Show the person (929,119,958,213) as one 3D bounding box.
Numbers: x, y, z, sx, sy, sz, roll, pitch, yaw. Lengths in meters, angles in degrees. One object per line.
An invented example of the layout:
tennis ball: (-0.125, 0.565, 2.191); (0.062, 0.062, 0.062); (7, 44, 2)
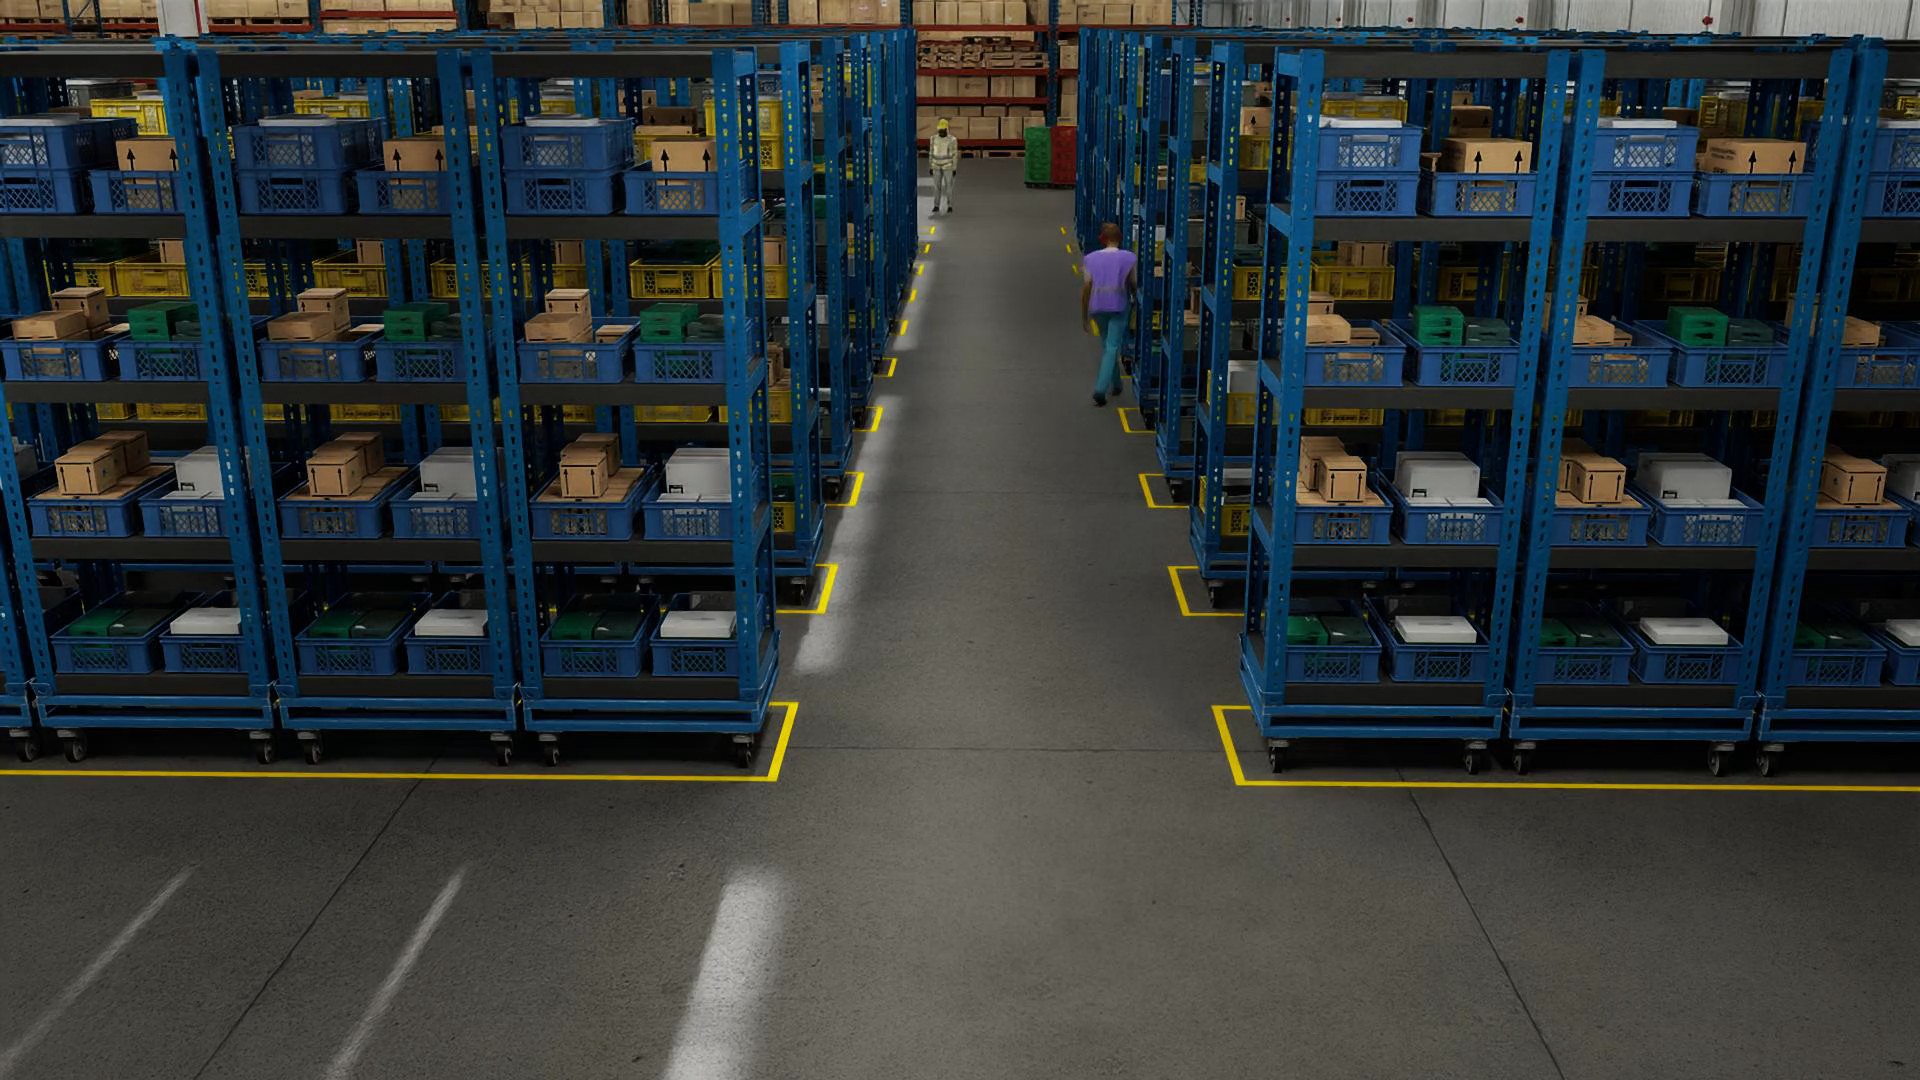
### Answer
person: (-0.345, -7.437, 33.064); (0.589, 1.831, 0.403); (6, 18, 17)

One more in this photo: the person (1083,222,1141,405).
person: (1.498, -2.275, 16.697); (0.590, 1.799, 0.947); (6, 18, 19)
